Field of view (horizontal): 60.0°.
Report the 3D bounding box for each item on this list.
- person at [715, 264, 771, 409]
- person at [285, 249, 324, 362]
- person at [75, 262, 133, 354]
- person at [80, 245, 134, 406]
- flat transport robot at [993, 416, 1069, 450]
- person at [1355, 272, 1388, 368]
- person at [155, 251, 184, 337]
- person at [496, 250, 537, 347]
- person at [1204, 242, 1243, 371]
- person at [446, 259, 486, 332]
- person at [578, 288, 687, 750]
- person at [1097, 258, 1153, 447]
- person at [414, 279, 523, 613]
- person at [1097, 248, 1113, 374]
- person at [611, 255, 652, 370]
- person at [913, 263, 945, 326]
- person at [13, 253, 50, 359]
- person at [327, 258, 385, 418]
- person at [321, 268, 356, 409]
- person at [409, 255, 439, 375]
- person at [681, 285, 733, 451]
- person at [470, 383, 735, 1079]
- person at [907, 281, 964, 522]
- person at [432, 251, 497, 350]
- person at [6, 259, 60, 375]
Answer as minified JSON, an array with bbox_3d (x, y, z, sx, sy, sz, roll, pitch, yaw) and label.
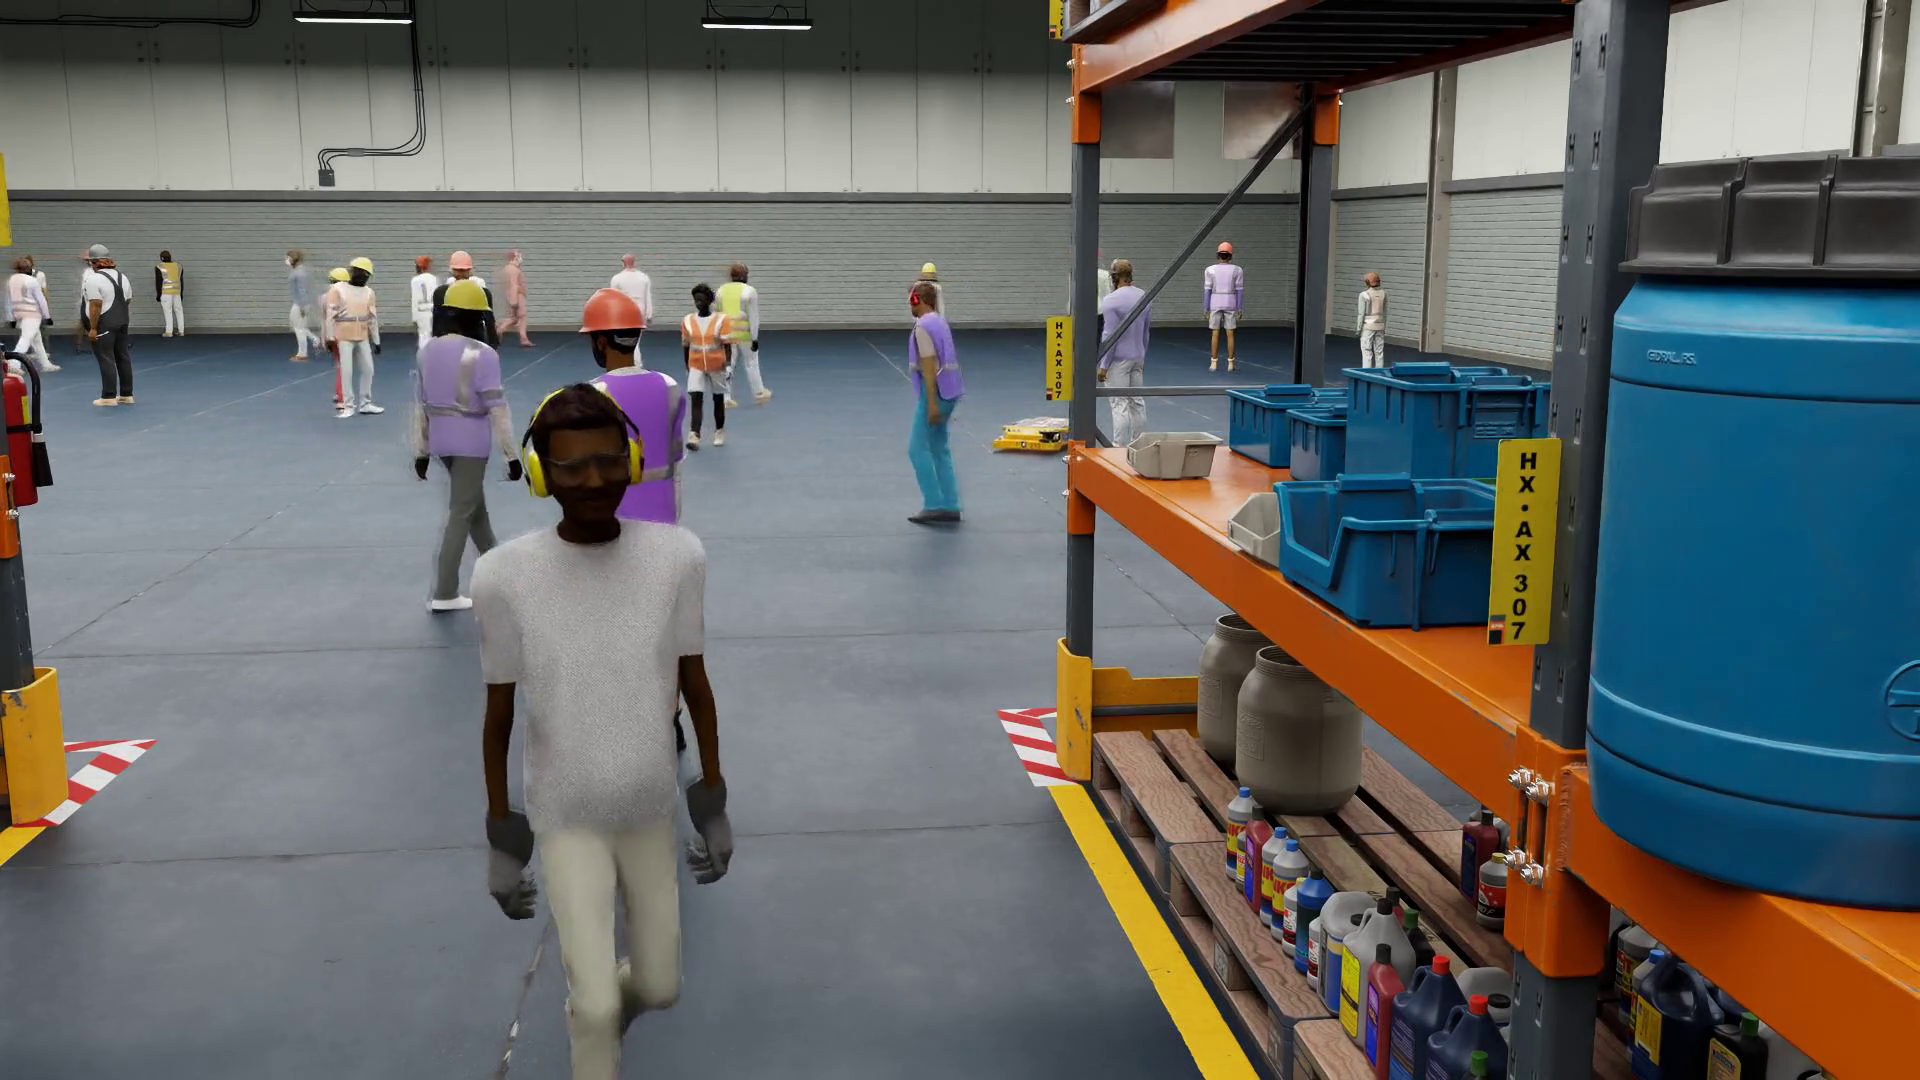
[{"bbox_3d":[-2.743,-2.566,20.916,0.650,1.789,0.944,5,11,24],"label":"person"},{"bbox_3d":[-11.274,-4.022,28.543,0.526,1.924,0.639,-5,12,-26],"label":"person"},{"bbox_3d":[-15.771,-4.345,30.421,0.560,1.877,1.045,8,13,37],"label":"person"},{"bbox_3d":[-10.873,-2.728,21.127,0.536,2.000,0.688,2,11,11],"label":"person"},{"bbox_3d":[0.889,-1.107,17.097,0.652,0.197,1.431,4,11,21],"label":"flat transport robot"},{"bbox_3d":[5.816,-2.960,23.498,0.513,1.640,0.309,-5,12,-27],"label":"person"},{"bbox_3d":[-16.937,-5.270,35.633,0.430,1.837,0.619,7,12,33],"label":"person"},{"bbox_3d":[-8.620,-4.656,32.118,0.731,1.887,0.655,-4,11,-23],"label":"person"},{"bbox_3d":[4.195,-3.714,26.527,0.614,2.040,0.391,1,10,7],"label":"person"},{"bbox_3d":[-7.207,-3.205,24.255,0.592,1.870,0.756,-1,10,-7],"label":"person"},{"bbox_3d":[-1.367,-0.052,6.787,0.384,1.930,0.540,10,14,44],"label":"person"},{"bbox_3d":[1.521,-1.647,15.496,0.627,1.934,0.370,-10,14,-43],"label":"person"},{"bbox_3d":[-2.799,-0.558,9.670,0.616,1.878,0.946,6,12,32],"label":"person"},{"bbox_3d":[2.083,-3.548,25.790,0.621,1.978,0.436,5,12,26],"label":"person"},{"bbox_3d":[-5.199,-3.553,26.194,0.655,1.857,1.053,-7,12,-32],"label":"person"},{"bbox_3d":[-0.470,-3.340,25.318,0.506,1.737,0.324,4,11,23],"label":"person"},{"bbox_3d":[-16.305,-4.100,29.196,0.526,1.844,0.371,-9,14,-42],"label":"person"},{"bbox_3d":[-7.197,-2.395,19.759,0.364,1.884,0.691,8,13,39],"label":"person"},{"bbox_3d":[-7.658,-2.501,20.674,0.543,1.748,0.461,5,12,26],"label":"person"},{"bbox_3d":[-8.141,-3.433,25.509,0.826,1.860,0.583,4,11,19],"label":"person"},{"bbox_3d":[-2.539,-1.725,16.687,0.541,1.646,0.863,1,10,3],"label":"person"},{"bbox_3d":[-0.767,0.569,3.587,0.526,1.846,0.749,-5,12,-27],"label":"person"},{"bbox_3d":[-0.197,-1.037,12.506,0.504,1.799,0.611,3,11,16],"label":"person"},{"bbox_3d":[-5.115,-1.984,17.210,0.646,1.975,0.672,-3,11,-18],"label":"person"},{"bbox_3d":[-14.577,-3.484,25.960,0.618,1.803,0.983,5,11,26],"label":"person"}]
